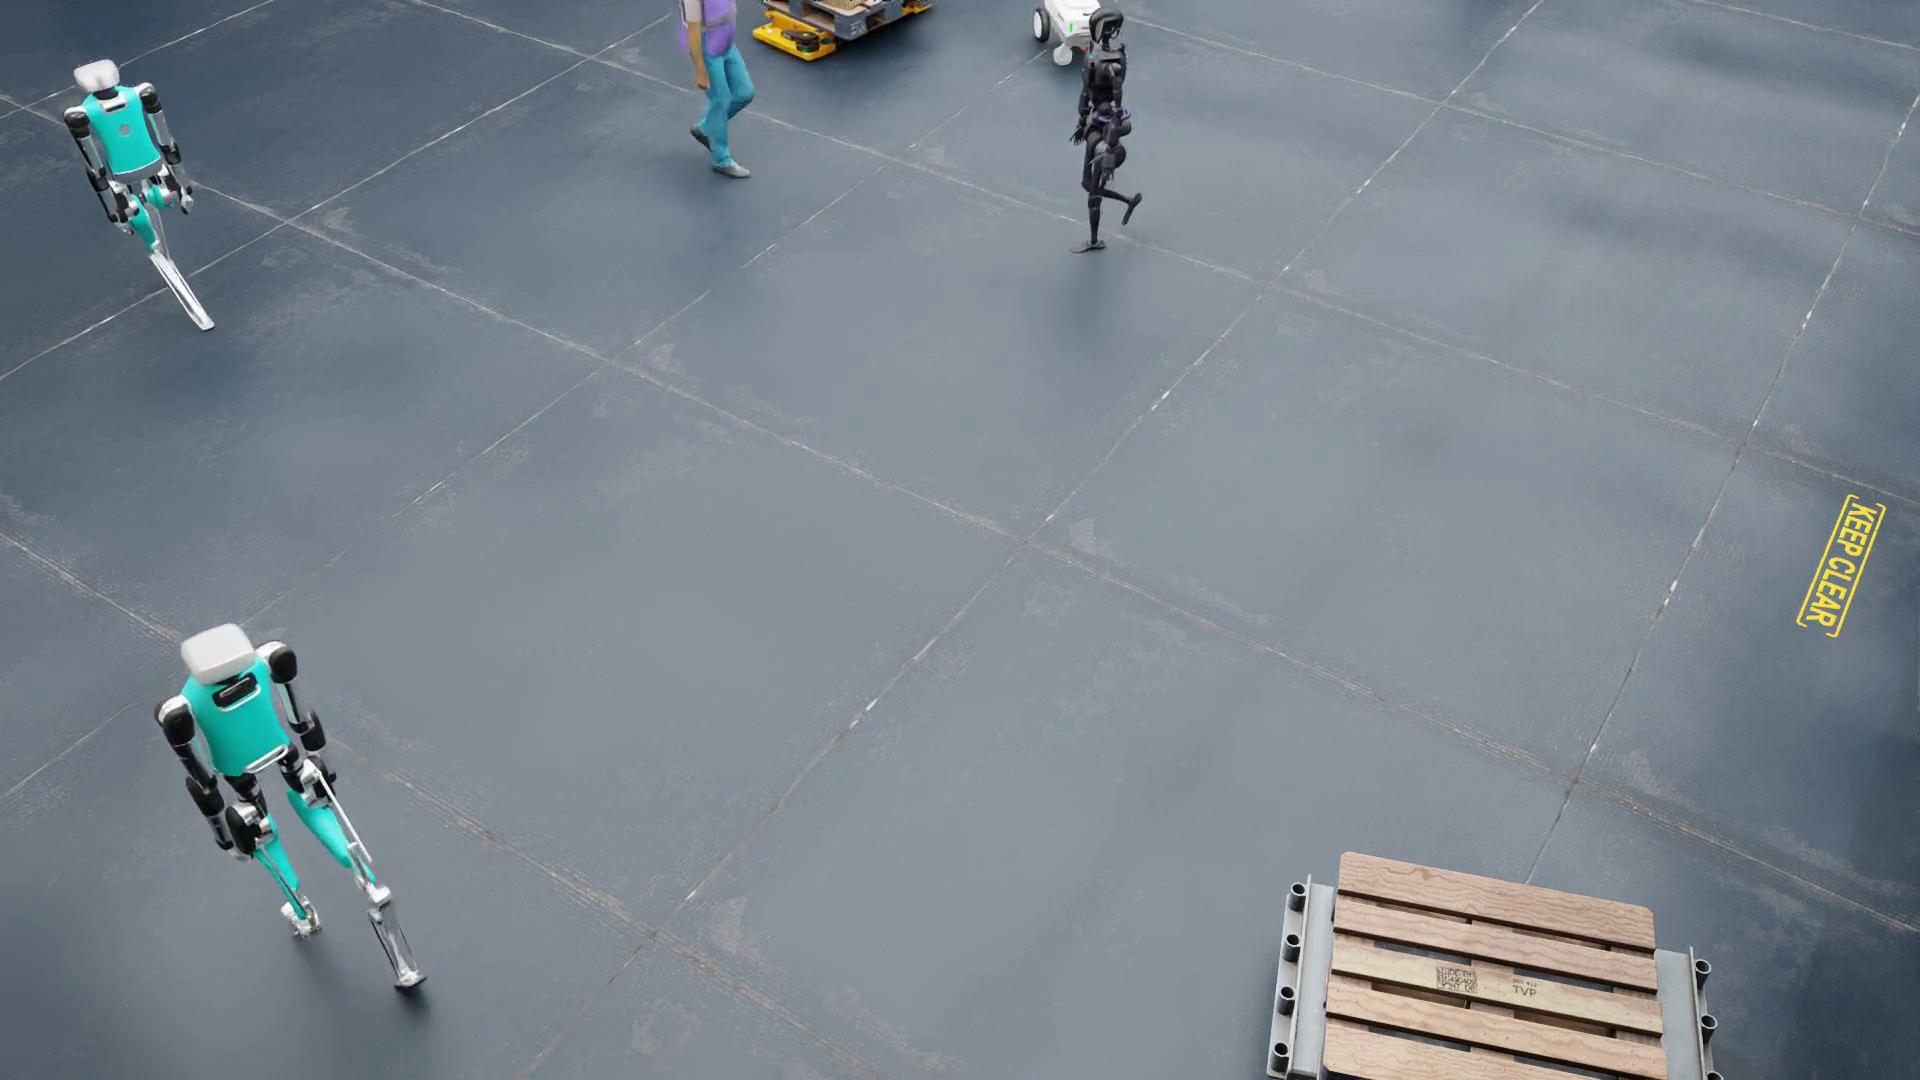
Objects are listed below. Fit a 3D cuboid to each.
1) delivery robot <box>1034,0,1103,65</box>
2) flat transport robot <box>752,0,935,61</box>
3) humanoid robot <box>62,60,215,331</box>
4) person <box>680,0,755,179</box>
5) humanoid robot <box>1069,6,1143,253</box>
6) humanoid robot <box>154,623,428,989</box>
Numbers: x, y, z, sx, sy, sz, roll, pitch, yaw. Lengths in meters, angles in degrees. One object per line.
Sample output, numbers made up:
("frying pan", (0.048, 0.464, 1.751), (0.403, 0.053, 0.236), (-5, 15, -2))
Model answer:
("delivery robot", (0.896, -4.144, 13.213), (0.525, 0.610, 0.781), (-10, 43, -11))
("flat transport robot", (-0.953, -4.322, 13.616), (0.659, 0.231, 1.431), (31, 50, 30))
("humanoid robot", (-5.043, -2.165, 10.142), (0.542, 1.774, 1.036), (-30, 50, -29))
("person", (-1.664, -3.337, 11.342), (0.454, 1.824, 0.592), (12, 43, 13))
("humanoid robot", (0.993, -2.611, 10.656), (0.555, 1.643, 0.609), (-11, 43, -12))
("humanoid robot", (-2.493, 1.155, 6.424), (1.000, 1.785, 0.539), (30, 50, 29))
